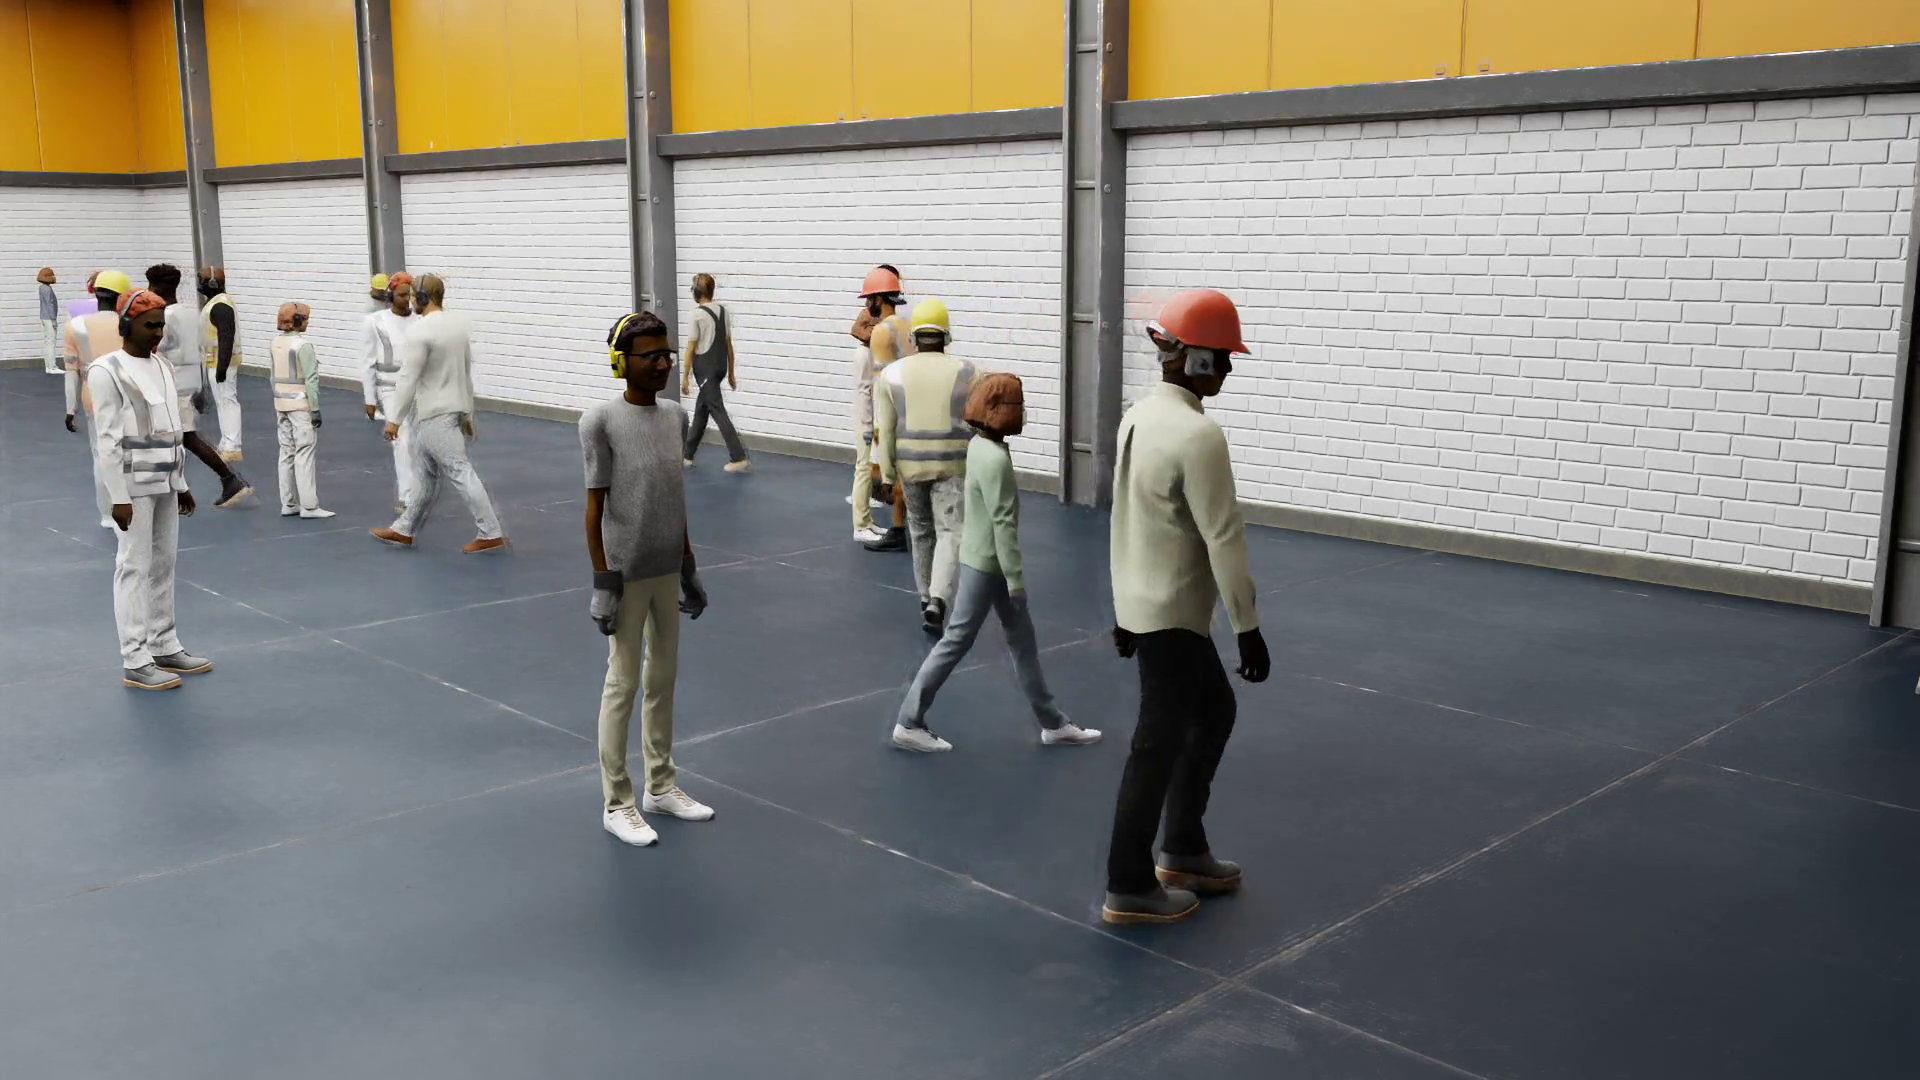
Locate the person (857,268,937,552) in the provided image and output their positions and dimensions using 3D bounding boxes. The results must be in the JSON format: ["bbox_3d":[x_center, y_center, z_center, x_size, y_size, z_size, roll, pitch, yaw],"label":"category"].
[{"bbox_3d":[-0.380,-0.836,11.028,0.632,1.919,0.560,4,11,19],"label":"person"}]

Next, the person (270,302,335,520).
[{"bbox_3d":[-5.000,-0.974,12.556,0.523,1.636,0.310,8,13,36],"label":"person"}]

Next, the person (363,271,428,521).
[{"bbox_3d":[-4.101,-1.067,12.446,0.606,1.853,0.795,-10,14,-43],"label":"person"}]

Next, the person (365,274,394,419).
[{"bbox_3d":[-6.623,-2.212,19.134,0.728,1.686,0.519,5,11,25],"label":"person"}]

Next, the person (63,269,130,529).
[{"bbox_3d":[-6.072,-0.987,11.932,0.627,1.894,0.739,-6,12,-32],"label":"person"}]

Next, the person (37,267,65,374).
[{"bbox_3d":[-14.061,-3.387,25.719,0.280,1.635,0.500,-8,13,-39],"label":"person"}]

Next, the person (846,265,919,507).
[{"bbox_3d":[-0.553,-1.186,13.090,0.572,1.873,0.673,8,13,36],"label":"person"}]

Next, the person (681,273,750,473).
[{"bbox_3d":[-2.280,-1.505,15.027,0.993,1.795,0.526,6,12,29],"label":"person"}]

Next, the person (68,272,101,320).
[{"bbox_3d":[-8.179,-1.661,15.912,0.583,1.787,0.919,-3,11,-17],"label":"person"}]

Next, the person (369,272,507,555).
[{"bbox_3d":[-3.512,-0.830,11.096,1.027,1.884,0.650,1,10,7],"label":"person"}]

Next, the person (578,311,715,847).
[{"bbox_3d":[-1.107,0.131,5.909,0.329,1.867,0.509,7,12,33],"label":"person"}]

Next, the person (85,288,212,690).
[{"bbox_3d":[-3.854,-0.244,7.902,0.355,1.884,0.573,1,10,5],"label":"person"}]

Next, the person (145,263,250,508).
[{"bbox_3d":[-6.069,-1.195,12.984,0.954,1.928,0.604,-1,10,-5],"label":"person"}]

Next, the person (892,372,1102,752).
[{"bbox_3d":[0.127,0.107,6.817,0.883,1.587,0.511,0,10,-1],"label":"person"}]

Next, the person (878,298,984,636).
[{"bbox_3d":[-0.145,-0.401,8.991,0.594,1.804,0.878,2,11,9],"label":"person"}]

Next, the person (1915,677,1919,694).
[{"bbox_3d":[4.611,-0.080,7.517,0.316,1.696,0.541,-1,10,-4],"label":"person"}]

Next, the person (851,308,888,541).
[{"bbox_3d":[-0.625,-0.810,11.671,0.265,1.632,0.508,1,10,4],"label":"person"}]

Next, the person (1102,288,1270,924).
[{"bbox_3d":[0.734,0.222,5.115,0.666,1.964,0.623,-1,10,-8],"label":"person"}]

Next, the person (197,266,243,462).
[{"bbox_3d":[-7.020,-1.660,15.740,0.429,1.845,0.621,-6,12,-28],"label":"person"}]
